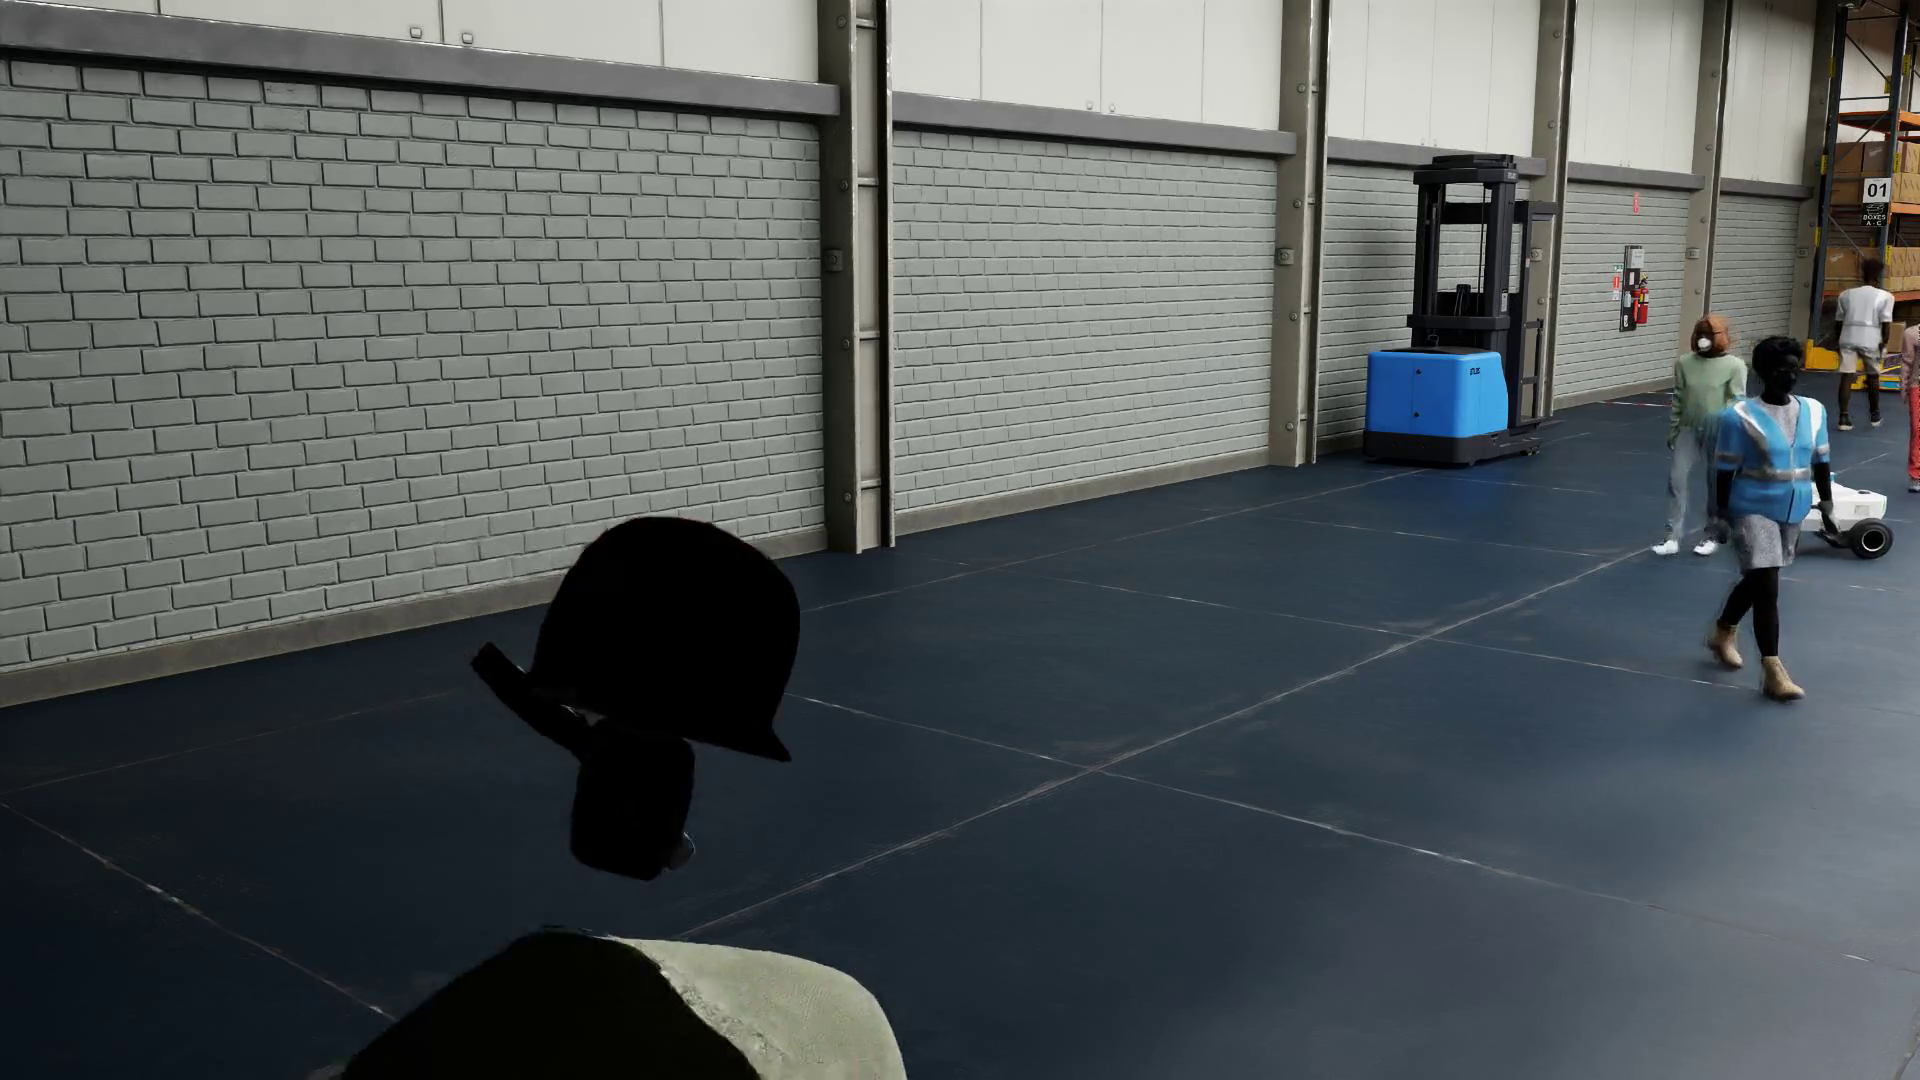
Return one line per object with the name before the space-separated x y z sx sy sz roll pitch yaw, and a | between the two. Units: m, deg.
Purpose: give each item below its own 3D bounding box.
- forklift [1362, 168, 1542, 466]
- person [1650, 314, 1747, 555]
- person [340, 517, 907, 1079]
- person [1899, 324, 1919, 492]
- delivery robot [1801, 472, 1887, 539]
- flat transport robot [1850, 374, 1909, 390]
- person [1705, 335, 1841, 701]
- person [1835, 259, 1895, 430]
forklift | 4.875 -2.212 16.287 1.129 2.768 1.873 8 13 40
person | 4.890 -0.681 11.031 0.695 1.604 0.530 -9 13 -40
person | -0.282 0.909 1.029 0.493 1.952 0.656 9 14 42
person | 8.337 -1.309 14.259 0.525 1.740 0.728 5 11 24
delivery robot | 5.864 -0.220 11.293 0.707 0.478 0.477 1 10 5
flat transport robot | 13.633 -2.266 24.016 1.431 0.197 0.652 8 13 40
person | 3.798 -0.141 7.860 0.533 1.660 0.857 -2 10 -12
person | 10.342 -2.239 19.037 0.622 1.917 0.940 9 13 41
